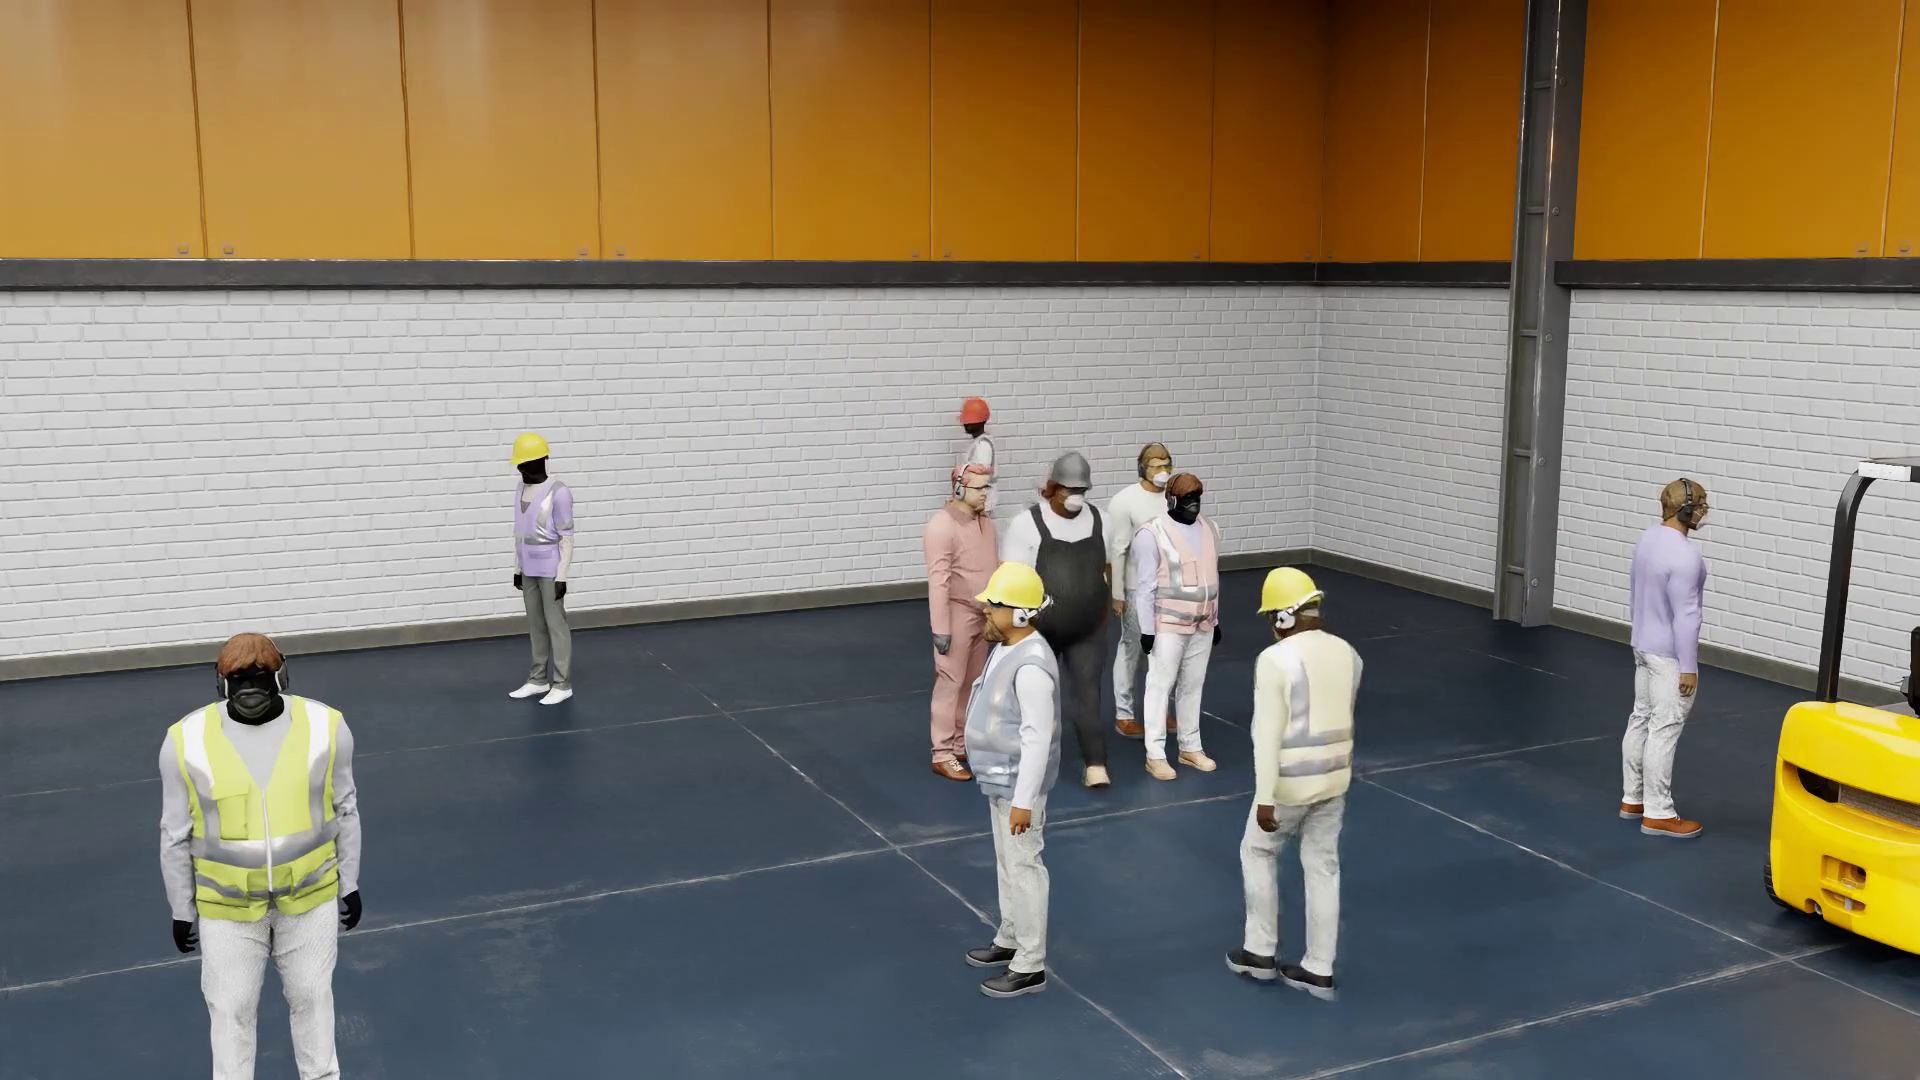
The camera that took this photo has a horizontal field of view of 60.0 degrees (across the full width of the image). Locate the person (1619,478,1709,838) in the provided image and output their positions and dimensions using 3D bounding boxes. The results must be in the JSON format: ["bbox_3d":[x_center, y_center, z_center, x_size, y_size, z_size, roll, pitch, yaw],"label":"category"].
[{"bbox_3d":[3.831,0.624,9.013,0.355,1.936,0.637,0,9,0],"label":"person"}]

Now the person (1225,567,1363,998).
[{"bbox_3d":[1.409,1.013,7.064,0.610,1.786,0.635,-6,11,-32],"label":"person"}]

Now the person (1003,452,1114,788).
[{"bbox_3d":[0.604,0.420,9.962,0.702,2.000,1.050,-2,9,-12],"label":"person"}]

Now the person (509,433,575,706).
[{"bbox_3d":[-2.956,0.202,11.702,0.585,1.917,0.381,8,12,39],"label":"person"}]

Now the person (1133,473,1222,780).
[{"bbox_3d":[1.337,0.509,10.026,0.633,1.842,0.429,-6,11,-34],"label":"person"}]

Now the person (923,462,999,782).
[{"bbox_3d":[0.047,0.477,10.033,0.403,1.904,0.652,5,11,29],"label":"person"}]

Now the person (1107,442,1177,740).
[{"bbox_3d":[1.240,0.324,10.872,0.635,1.937,0.352,-5,11,-30],"label":"person"}]

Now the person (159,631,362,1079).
[{"bbox_3d":[-2.356,1.213,5.657,0.634,1.842,0.429,-4,10,-26],"label":"person"}]

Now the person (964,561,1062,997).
[{"bbox_3d":[0.218,0.995,7.025,0.404,1.837,0.592,-2,9,-9],"label":"person"}]

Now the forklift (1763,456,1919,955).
[{"bbox_3d":[4.857,0.731,7.561,2.313,2.155,1.214,-4,10,-25],"label":"forklift"}]

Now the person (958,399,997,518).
[{"bbox_3d":[0.188,-0.305,14.894,0.396,1.903,0.645,0,9,0],"label":"person"}]
